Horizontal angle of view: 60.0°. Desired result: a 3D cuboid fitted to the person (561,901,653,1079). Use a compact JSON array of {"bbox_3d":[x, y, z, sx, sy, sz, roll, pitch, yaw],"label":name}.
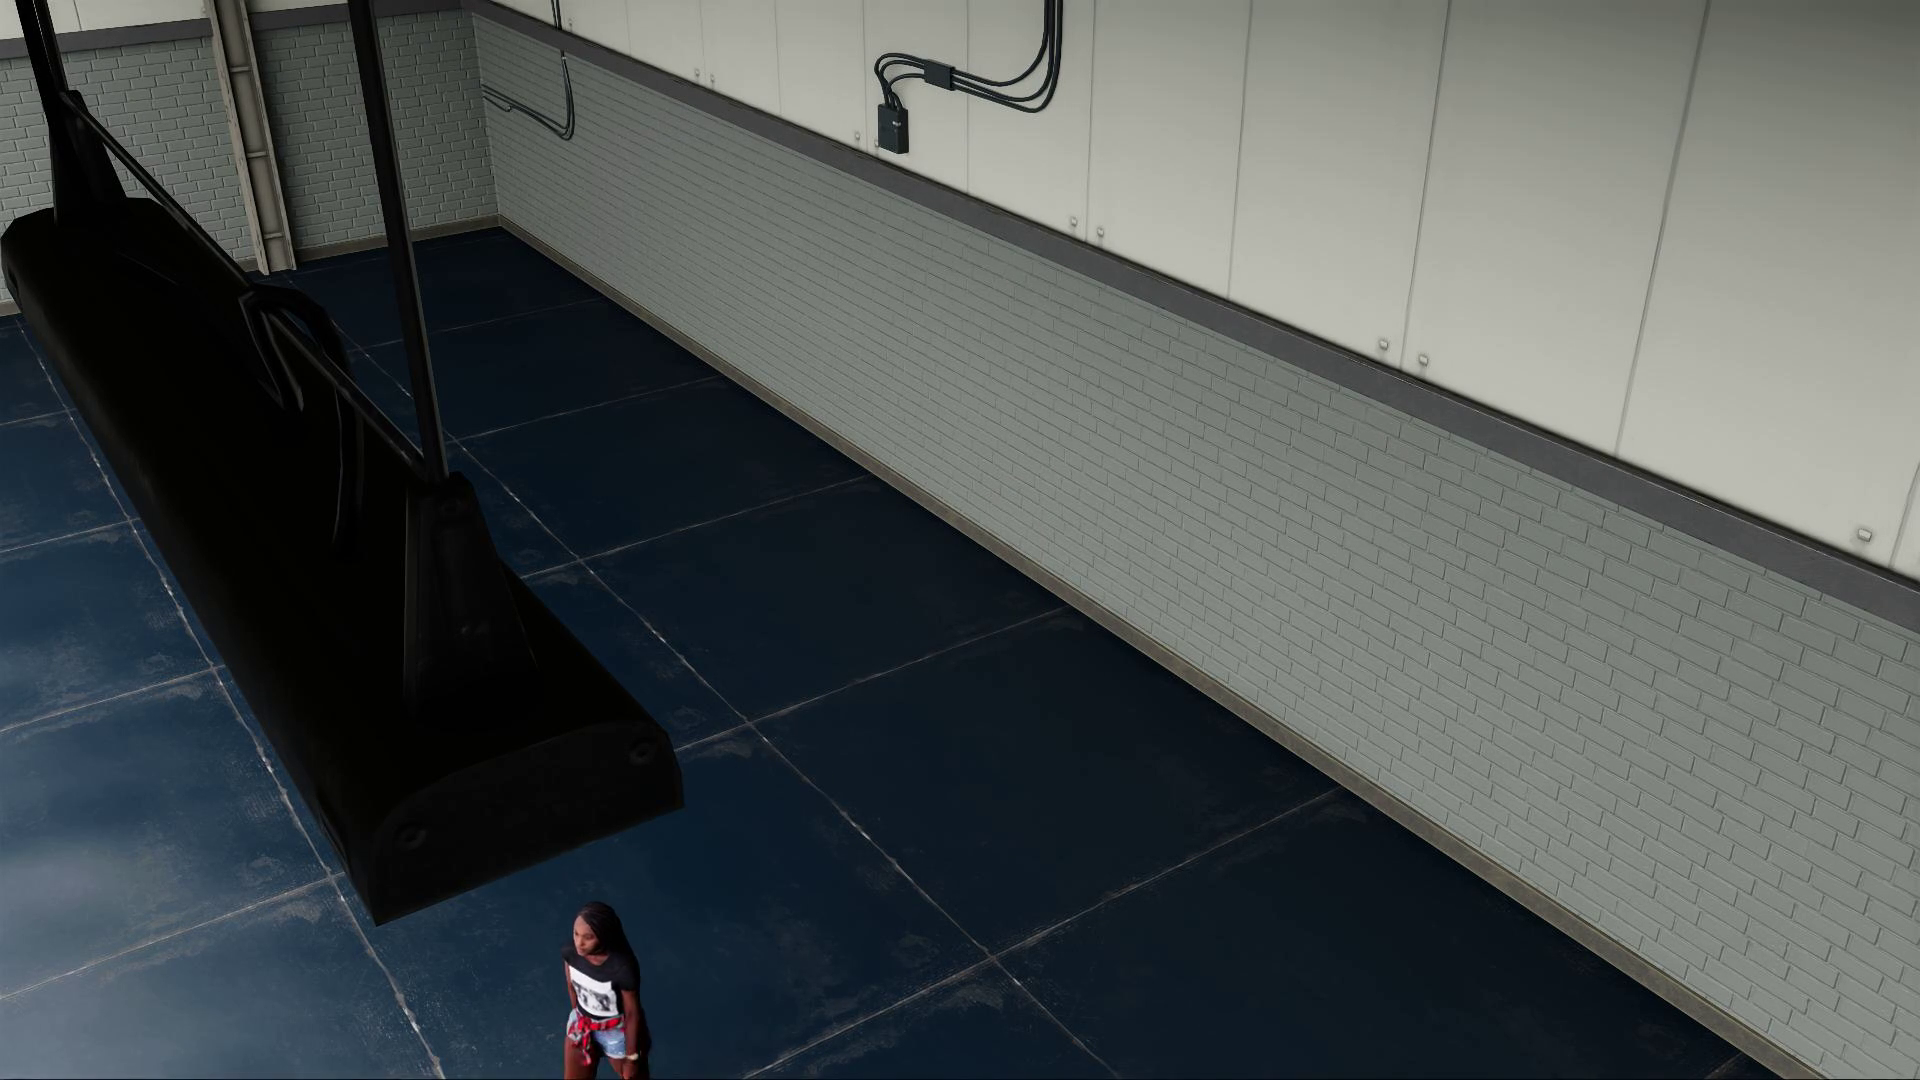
[{"bbox_3d":[-1.673,2.405,8.205,0.865,1.706,0.984,12,30,21],"label":"person"}]
